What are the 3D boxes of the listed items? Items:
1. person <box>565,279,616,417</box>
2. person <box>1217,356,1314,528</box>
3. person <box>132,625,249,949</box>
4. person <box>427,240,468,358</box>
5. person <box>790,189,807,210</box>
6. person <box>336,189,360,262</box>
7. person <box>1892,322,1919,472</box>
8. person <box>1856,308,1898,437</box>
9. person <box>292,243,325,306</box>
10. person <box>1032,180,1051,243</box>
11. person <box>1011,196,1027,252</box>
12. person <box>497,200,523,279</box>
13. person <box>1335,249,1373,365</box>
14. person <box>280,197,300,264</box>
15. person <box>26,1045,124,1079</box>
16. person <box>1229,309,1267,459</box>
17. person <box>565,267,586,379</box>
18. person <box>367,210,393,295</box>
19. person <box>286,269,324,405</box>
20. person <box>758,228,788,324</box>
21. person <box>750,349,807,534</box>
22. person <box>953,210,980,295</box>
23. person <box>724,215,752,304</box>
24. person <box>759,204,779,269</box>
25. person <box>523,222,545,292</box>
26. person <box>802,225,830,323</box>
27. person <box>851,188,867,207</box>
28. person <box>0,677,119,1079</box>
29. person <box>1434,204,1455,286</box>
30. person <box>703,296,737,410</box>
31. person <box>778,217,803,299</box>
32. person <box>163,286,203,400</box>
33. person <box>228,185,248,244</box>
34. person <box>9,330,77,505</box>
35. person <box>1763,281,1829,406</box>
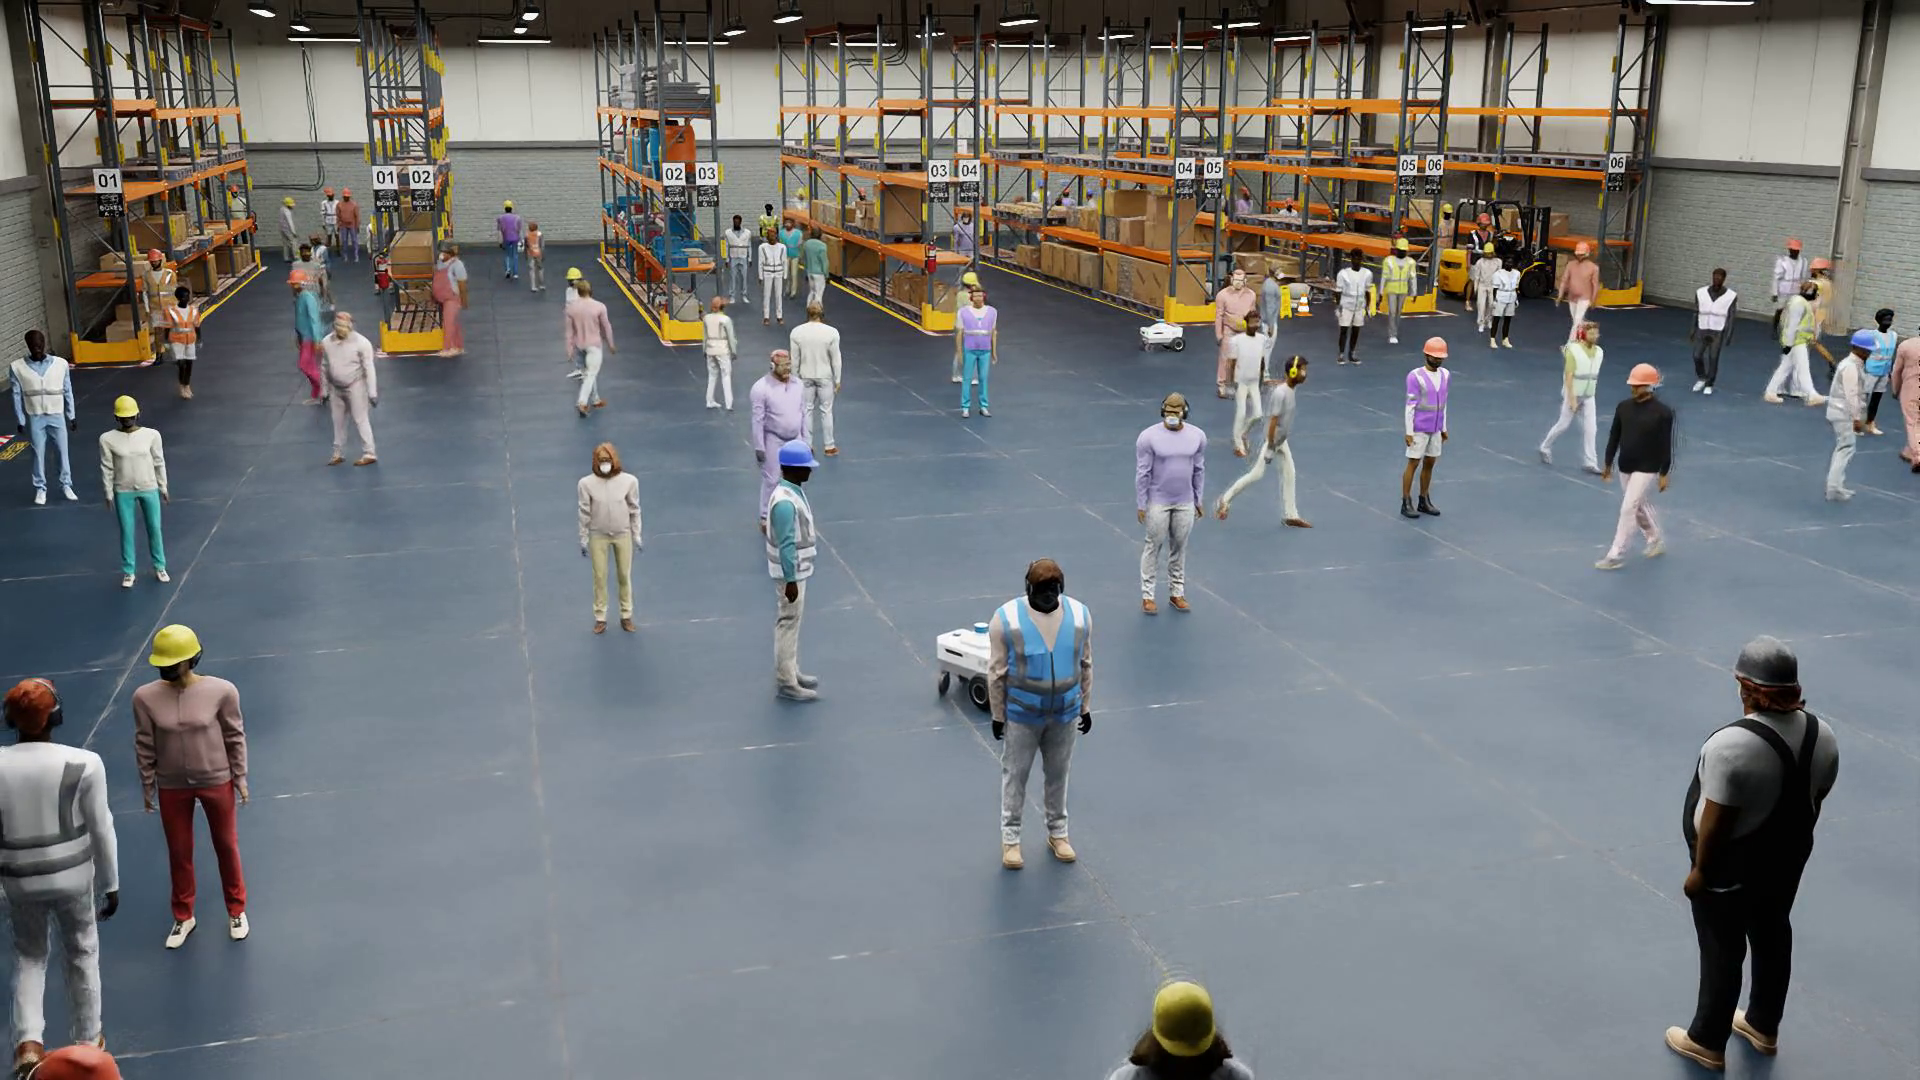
[{"bbox_3d":[-5.264,-2.706,23.408,0.628,1.908,0.958,5,16,19],"label":"person"},{"bbox_3d":[3.191,-1.032,17.287,0.983,1.814,0.560,9,17,30],"label":"person"},{"bbox_3d":[-3.987,1.276,8.669,0.528,1.764,0.330,-4,15,-13],"label":"person"},{"bbox_3d":[-8.897,-4.161,28.595,0.695,2.000,0.882,12,19,39],"label":"person"},{"bbox_3d":[-4.659,-9.364,48.643,0.807,1.790,0.605,12,19,37],"label":"person"},{"bbox_3d":[-16.606,-8.531,45.155,0.622,1.985,0.411,-2,15,-9],"label":"person"},{"bbox_3d":[11.549,-1.765,19.962,0.621,1.851,1.035,2,15,9],"label":"person"},{"bbox_3d":[12.065,-2.201,21.896,0.563,1.691,0.322,-4,15,-14],"label":"person"},{"bbox_3d":[-11.663,-4.383,29.780,0.552,1.857,0.525,-4,15,-15],"label":"person"},{"bbox_3d":[2.508,-10.174,51.439,0.622,1.925,0.664,0,15,1],"label":"person"},{"bbox_3d":[1.768,-9.121,48.111,0.796,1.592,0.559,13,20,40],"label":"person"},{"bbox_3d":[-11.127,-7.434,41.179,0.597,1.908,0.515,-4,15,-15],"label":"person"},{"bbox_3d":[6.574,-3.884,27.785,0.615,1.942,0.558,-2,15,-7],"label":"person"},{"bbox_3d":[-18.018,-8.322,44.734,0.471,1.787,0.632,-11,18,-35],"label":"person"},{"bbox_3d":[-2.604,2.274,5.033,0.854,1.689,0.628,-3,15,-13],"label":"person"},{"bbox_3d":[3.544,-1.932,20.576,0.523,1.856,0.422,-4,15,-16],"label":"person"},{"bbox_3d":[-6.080,-3.442,26.418,0.533,1.767,0.330,11,18,36],"label":"person"},{"bbox_3d":[-13.121,-6.530,37.718,0.623,1.939,0.424,-3,15,-12],"label":"person"},{"bbox_3d":[-9.453,-2.921,24.040,0.427,1.977,0.640,-10,18,-32],"label":"person"},{"bbox_3d":[-3.682,-5.196,32.793,0.577,1.882,0.349,-4,15,-13],"label":"person"},{"bbox_3d":[-1.809,-0.996,16.944,0.651,1.906,0.403,-13,20,-41],"label":"person"},{"bbox_3d":[0.144,-6.405,37.240,0.630,1.935,0.366,-4,15,-13],"label":"person"},{"bbox_3d":[-4.816,-6.105,36.151,0.590,1.914,0.386,-4,15,-13],"label":"person"},{"bbox_3d":[-4.970,-7.920,43.395,0.537,1.697,0.320,-4,15,-13],"label":"person"},{"bbox_3d":[-9.840,-6.558,38.491,0.523,1.569,0.892,0,15,1],"label":"person"},{"bbox_3d":[-2.841,-5.247,32.898,0.641,1.930,0.378,14,20,43],"label":"person"},{"bbox_3d":[-2.652,-8.553,45.210,0.614,1.993,0.395,-4,15,-13],"label":"person"},{"bbox_3d":[-4.084,1.550,7.417,0.616,1.876,0.527,-4,15,-15],"label":"person"},{"bbox_3d":[11.503,-6.990,39.457,0.591,1.926,0.387,-4,15,-13],"label":"person"},{"bbox_3d":[-3.454,-2.663,23.747,0.533,1.631,0.326,9,18,32],"label":"person"},{"bbox_3d":[-3.752,-6.232,36.793,0.575,1.825,0.518,2,15,8],"label":"person"},{"bbox_3d":[-11.472,-2.923,24.626,0.596,1.666,0.544,11,18,36],"label":"person"},{"bbox_3d":[-20.304,-8.965,46.760,0.614,1.993,0.395,-4,15,-13],"label":"person"},{"bbox_3d":[-10.064,-1.364,18.303,0.591,1.917,0.379,-10,18,-33],"label":"person"},{"bbox_3d":[12.222,-2.853,24.172,0.882,1.780,0.699,8,17,27],"label":"person"}]
